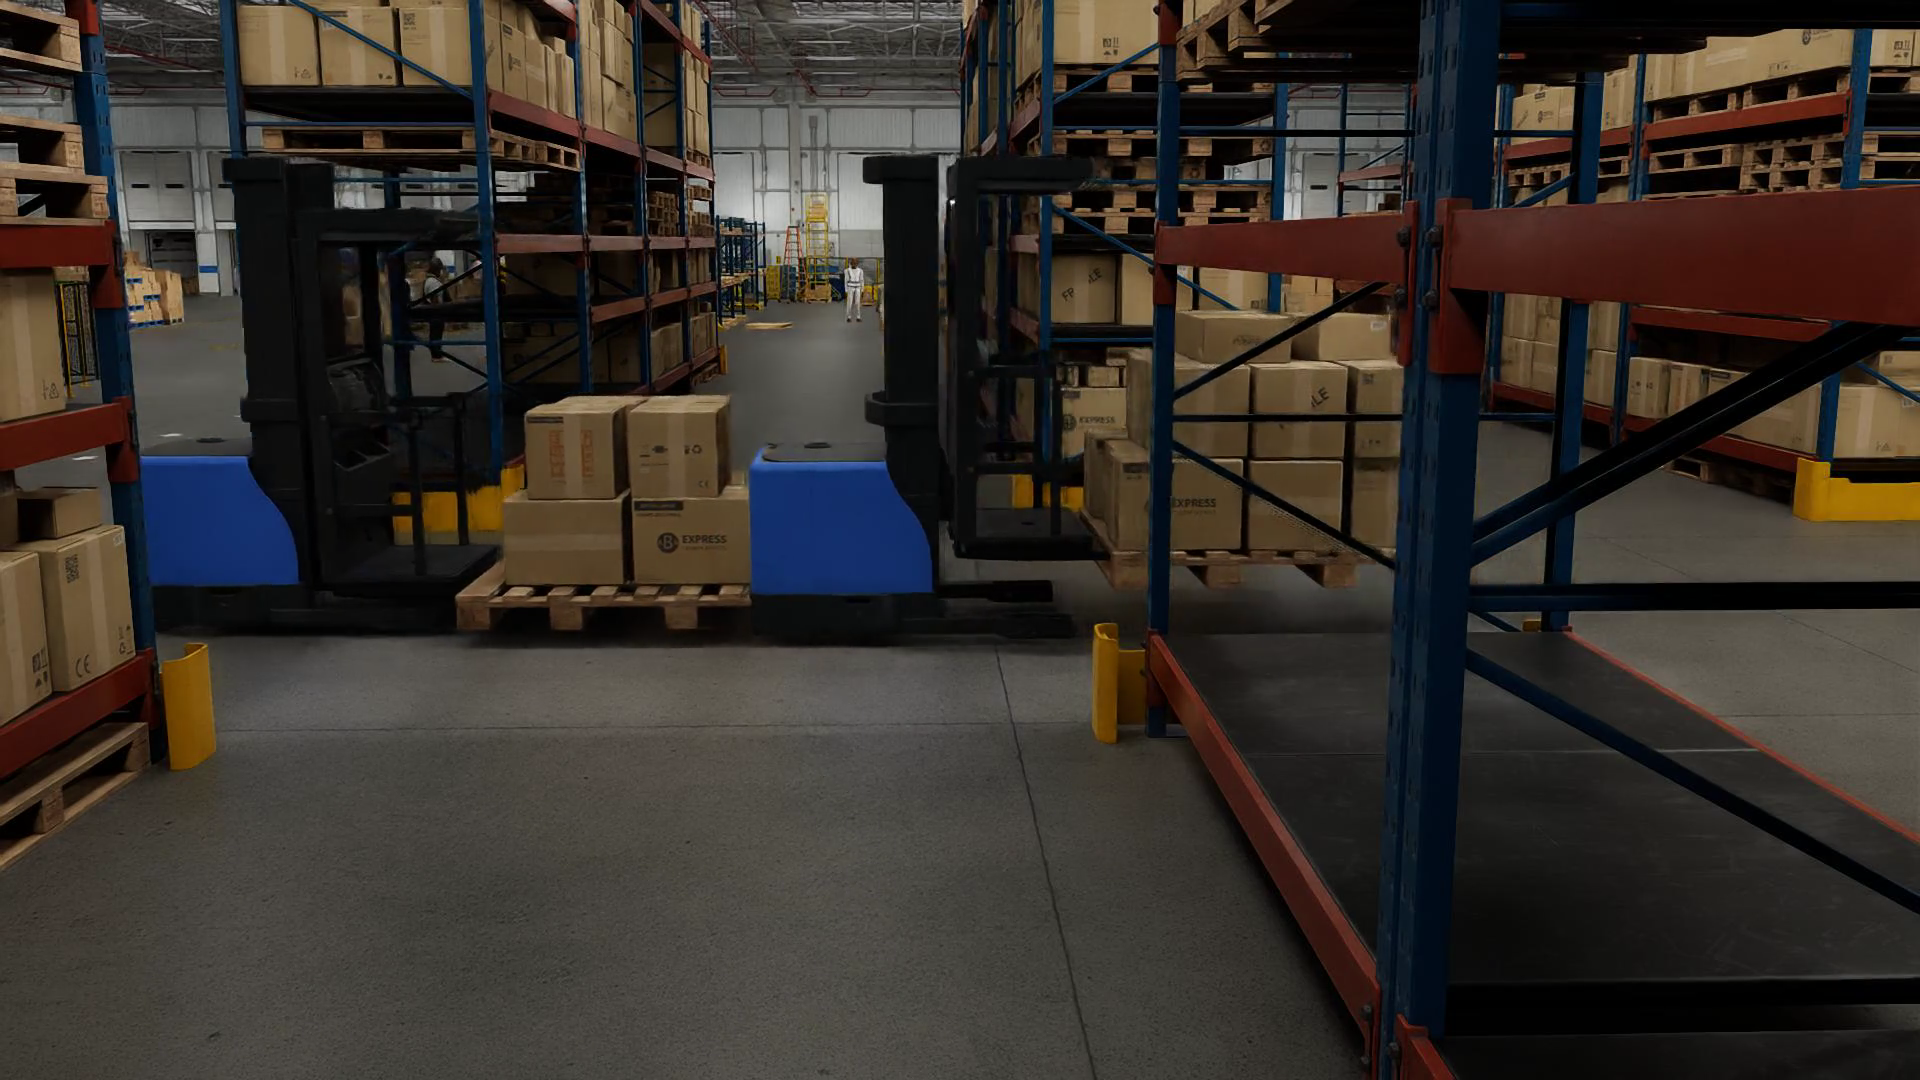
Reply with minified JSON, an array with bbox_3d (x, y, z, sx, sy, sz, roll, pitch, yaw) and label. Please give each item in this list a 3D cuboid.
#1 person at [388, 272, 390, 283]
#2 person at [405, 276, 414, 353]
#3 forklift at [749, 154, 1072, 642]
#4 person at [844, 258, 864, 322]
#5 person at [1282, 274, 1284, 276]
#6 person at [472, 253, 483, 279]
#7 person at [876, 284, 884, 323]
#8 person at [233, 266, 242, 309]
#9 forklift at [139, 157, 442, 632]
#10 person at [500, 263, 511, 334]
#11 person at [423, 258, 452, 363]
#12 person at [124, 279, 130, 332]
[{"bbox_3d":[-18.711,-8.399,55.238,0.534,1.694,0.321,-8,13,-39],"label":"person"},{"bbox_3d":[-11.690,-4.855,34.904,0.474,1.900,0.610,-6,12,-32],"label":"person"},{"bbox_3d":[-0.317,-0.867,9.953,1.873,2.768,1.129,-1,10,-3],"label":"forklift"},{"bbox_3d":[-3.086,-7.279,48.484,0.574,1.876,0.355,-4,11,-19],"label":"person"},{"bbox_3d":[10.383,-8.450,54.895,0.818,1.906,0.624,2,10,8],"label":"person"},{"bbox_3d":[-16.742,-9.013,57.963,0.372,1.938,0.629,-10,14,-43],"label":"person"},{"bbox_3d":[-1.695,-5.452,39.065,0.522,1.599,0.854,-2,10,-13],"label":"person"},{"bbox_3d":[-22.594,-7.988,52.566,0.668,1.821,0.436,-6,12,-29],"label":"person"},{"bbox_3d":[-4.075,-0.910,10.192,1.873,2.768,1.129,0,10,-2],"label":"forklift"},{"bbox_3d":[-8.247,-4.017,30.029,0.654,1.964,0.836,5,11,25],"label":"person"},{"bbox_3d":[-10.136,-4.462,32.315,0.535,2.000,0.682,-4,11,-23],"label":"person"},{"bbox_3d":[-21.518,-6.218,42.571,0.498,1.879,0.637,-9,13,-40],"label":"person"}]
